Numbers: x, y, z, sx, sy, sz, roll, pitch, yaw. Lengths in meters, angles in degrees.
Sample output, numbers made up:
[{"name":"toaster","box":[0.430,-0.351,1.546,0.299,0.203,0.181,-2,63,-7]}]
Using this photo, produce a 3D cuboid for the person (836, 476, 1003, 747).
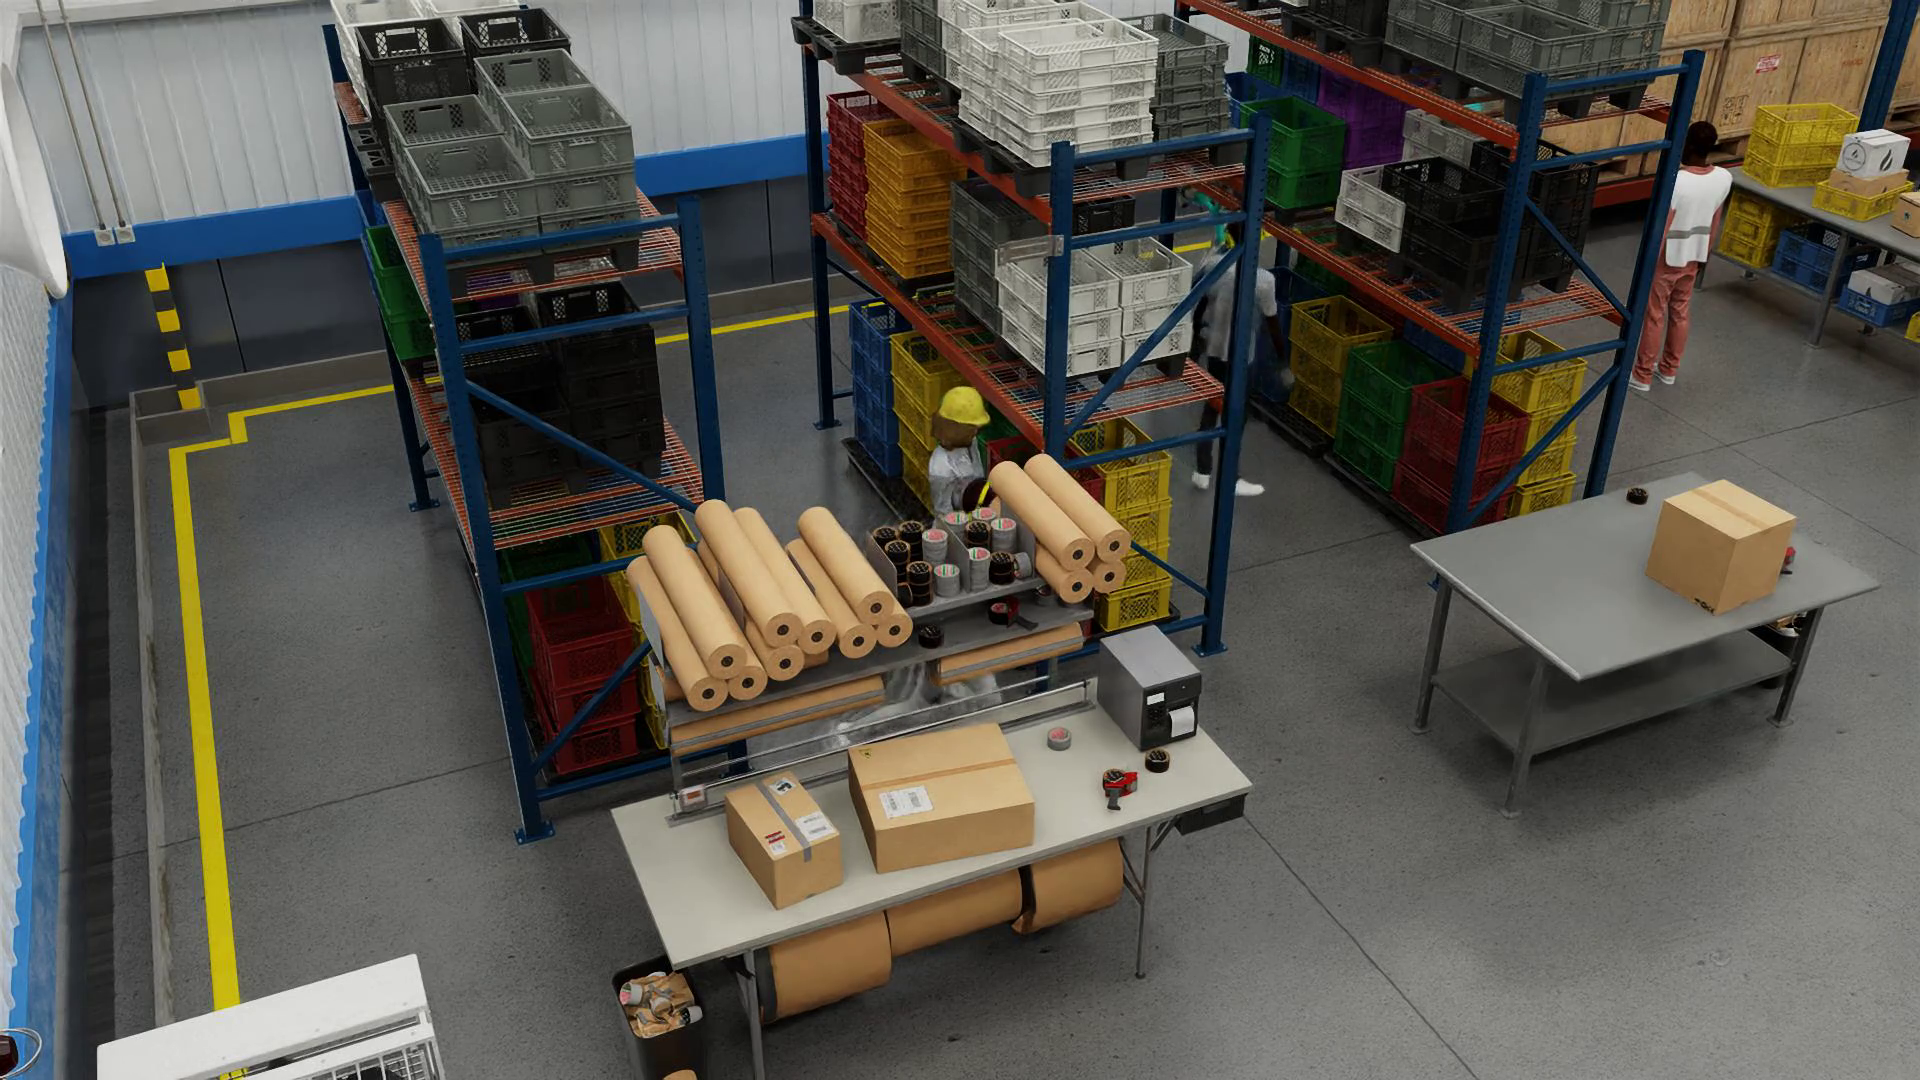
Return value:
[{"name":"person","box":[-0.118,0.467,7.758,0.998,1.804,0.547,13,34,20]}]

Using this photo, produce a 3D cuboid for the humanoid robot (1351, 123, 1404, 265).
[{"name":"humanoid robot","box":[3.190,-2.394,12.535,0.616,1.652,0.380,5,32,8]}]

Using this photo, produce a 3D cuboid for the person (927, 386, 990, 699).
[{"name":"person","box":[-0.002,0.001,8.562,0.299,1.743,0.485,10,33,15]}]

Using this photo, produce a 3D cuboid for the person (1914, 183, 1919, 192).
[{"name":"person","box":[9.005,-3.987,14.790,0.621,2.008,0.687,-25,40,-35]}]

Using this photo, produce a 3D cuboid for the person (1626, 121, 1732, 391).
[{"name":"person","box":[4.984,-1.955,11.575,0.595,1.915,0.376,-13,34,-20]}]

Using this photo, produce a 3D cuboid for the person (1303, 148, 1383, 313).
[{"name":"person","box":[3.020,-2.558,12.647,0.802,1.819,0.518,-14,34,-22]}]

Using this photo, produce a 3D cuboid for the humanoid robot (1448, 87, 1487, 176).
[{"name":"humanoid robot","box":[4.110,-2.702,13.040,0.736,1.861,0.533,-4,32,-6]}]

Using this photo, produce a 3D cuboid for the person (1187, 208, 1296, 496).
[{"name":"person","box":[1.720,-1.106,10.266,0.410,1.852,0.707,-28,41,-37]}]

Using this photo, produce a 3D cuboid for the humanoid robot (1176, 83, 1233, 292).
[{"name":"humanoid robot","box":[2.007,-2.741,13.008,0.565,1.738,0.982,25,39,34]}]
